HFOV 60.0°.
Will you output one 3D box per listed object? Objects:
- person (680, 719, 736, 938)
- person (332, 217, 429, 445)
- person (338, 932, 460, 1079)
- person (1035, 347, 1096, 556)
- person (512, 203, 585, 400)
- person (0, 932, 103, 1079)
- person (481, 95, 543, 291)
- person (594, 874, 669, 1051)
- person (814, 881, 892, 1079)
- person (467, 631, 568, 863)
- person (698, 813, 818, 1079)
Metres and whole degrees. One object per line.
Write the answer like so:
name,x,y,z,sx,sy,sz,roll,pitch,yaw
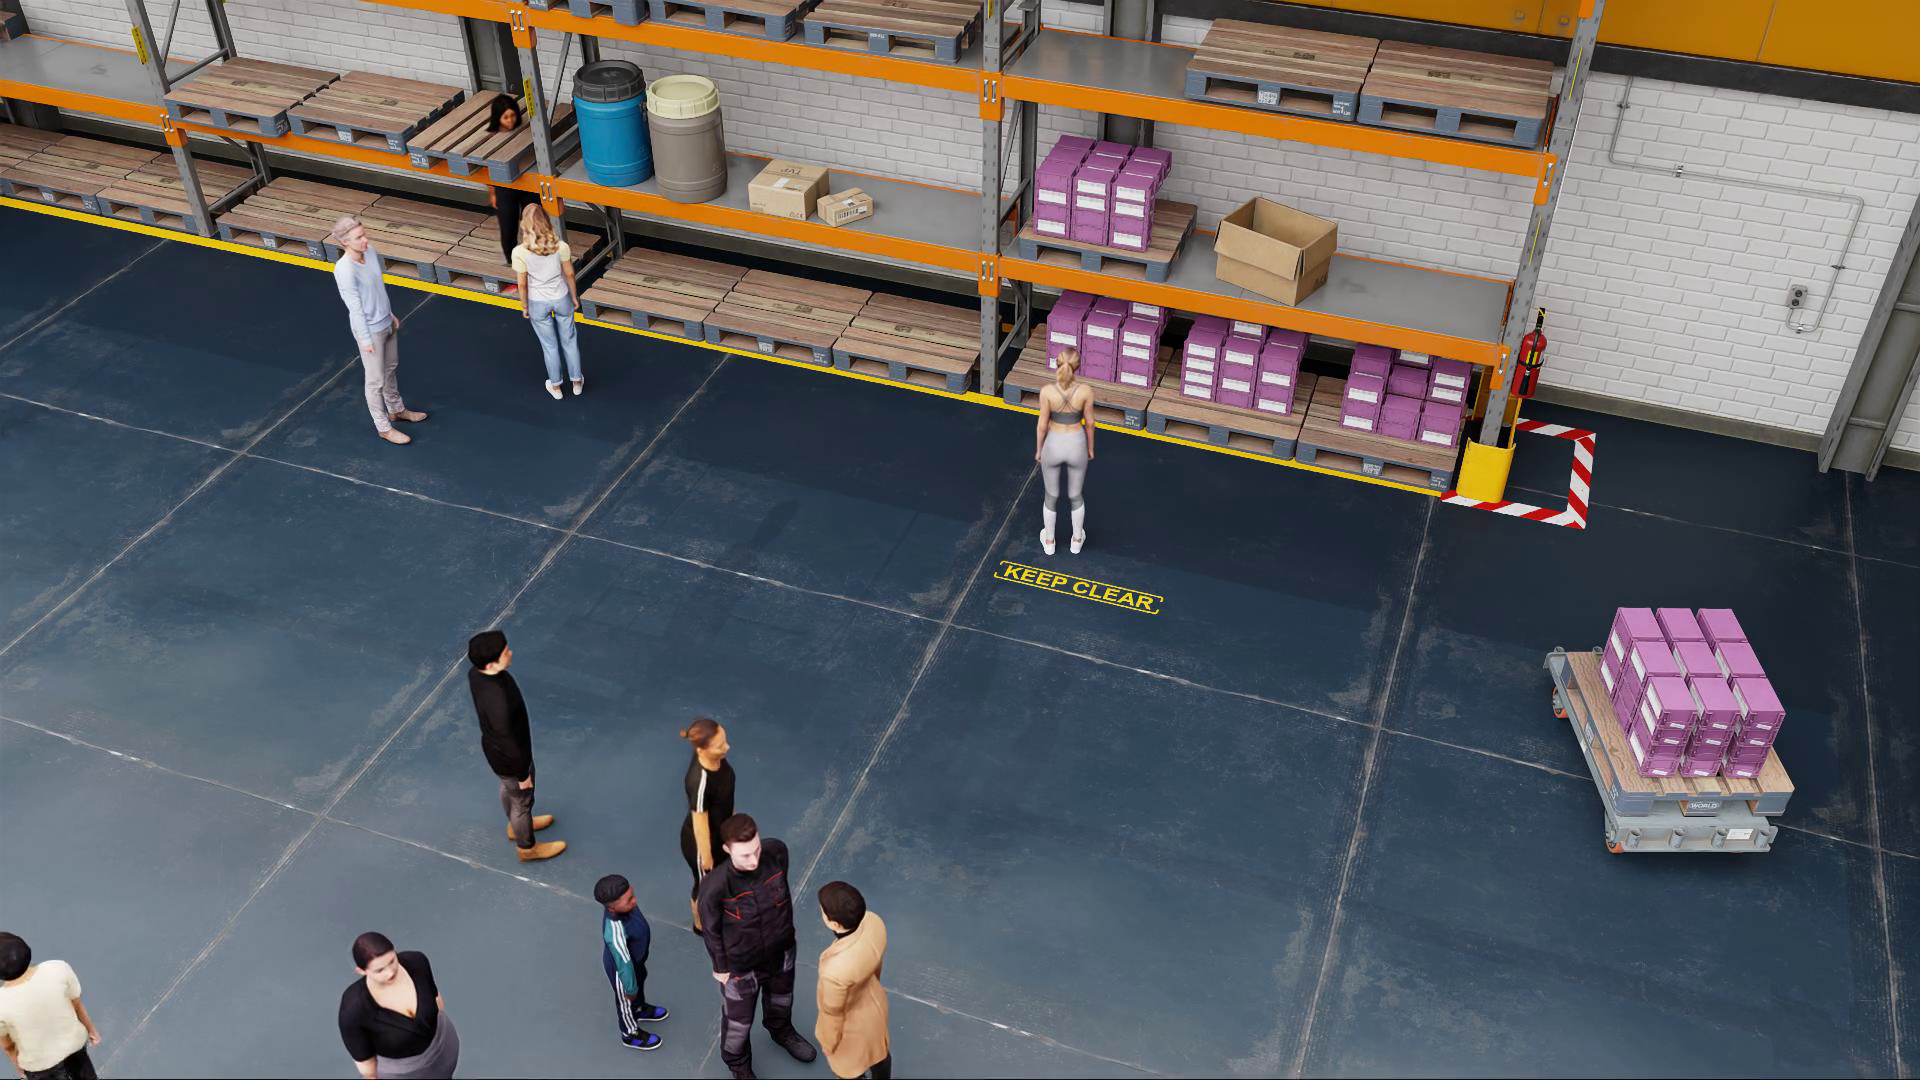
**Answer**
person,-1.395,1.570,9.087,0.623,1.659,0.640,5,39,6
person,-4.567,-1.652,12.933,0.639,1.894,0.692,6,39,7
person,-2.639,2.448,7.907,0.713,1.759,0.728,24,45,27
person,0.741,-0.629,11.805,0.568,1.702,0.698,0,39,0
person,-3.299,-1.913,13.397,0.698,1.723,0.767,-15,41,-17
person,-4.324,2.487,8.016,1.020,1.563,0.739,22,44,25
person,-3.950,-3.123,14.840,0.769,1.814,0.834,-15,41,-18
person,-1.738,2.170,8.659,0.564,1.255,0.553,-1,39,-1
person,-0.504,2.302,8.120,0.617,1.721,0.633,15,41,18
person,-2.594,1.177,9.528,0.784,1.722,0.714,-18,42,-21
person,-1.018,2.040,8.296,0.775,1.912,0.750,-31,48,-33
